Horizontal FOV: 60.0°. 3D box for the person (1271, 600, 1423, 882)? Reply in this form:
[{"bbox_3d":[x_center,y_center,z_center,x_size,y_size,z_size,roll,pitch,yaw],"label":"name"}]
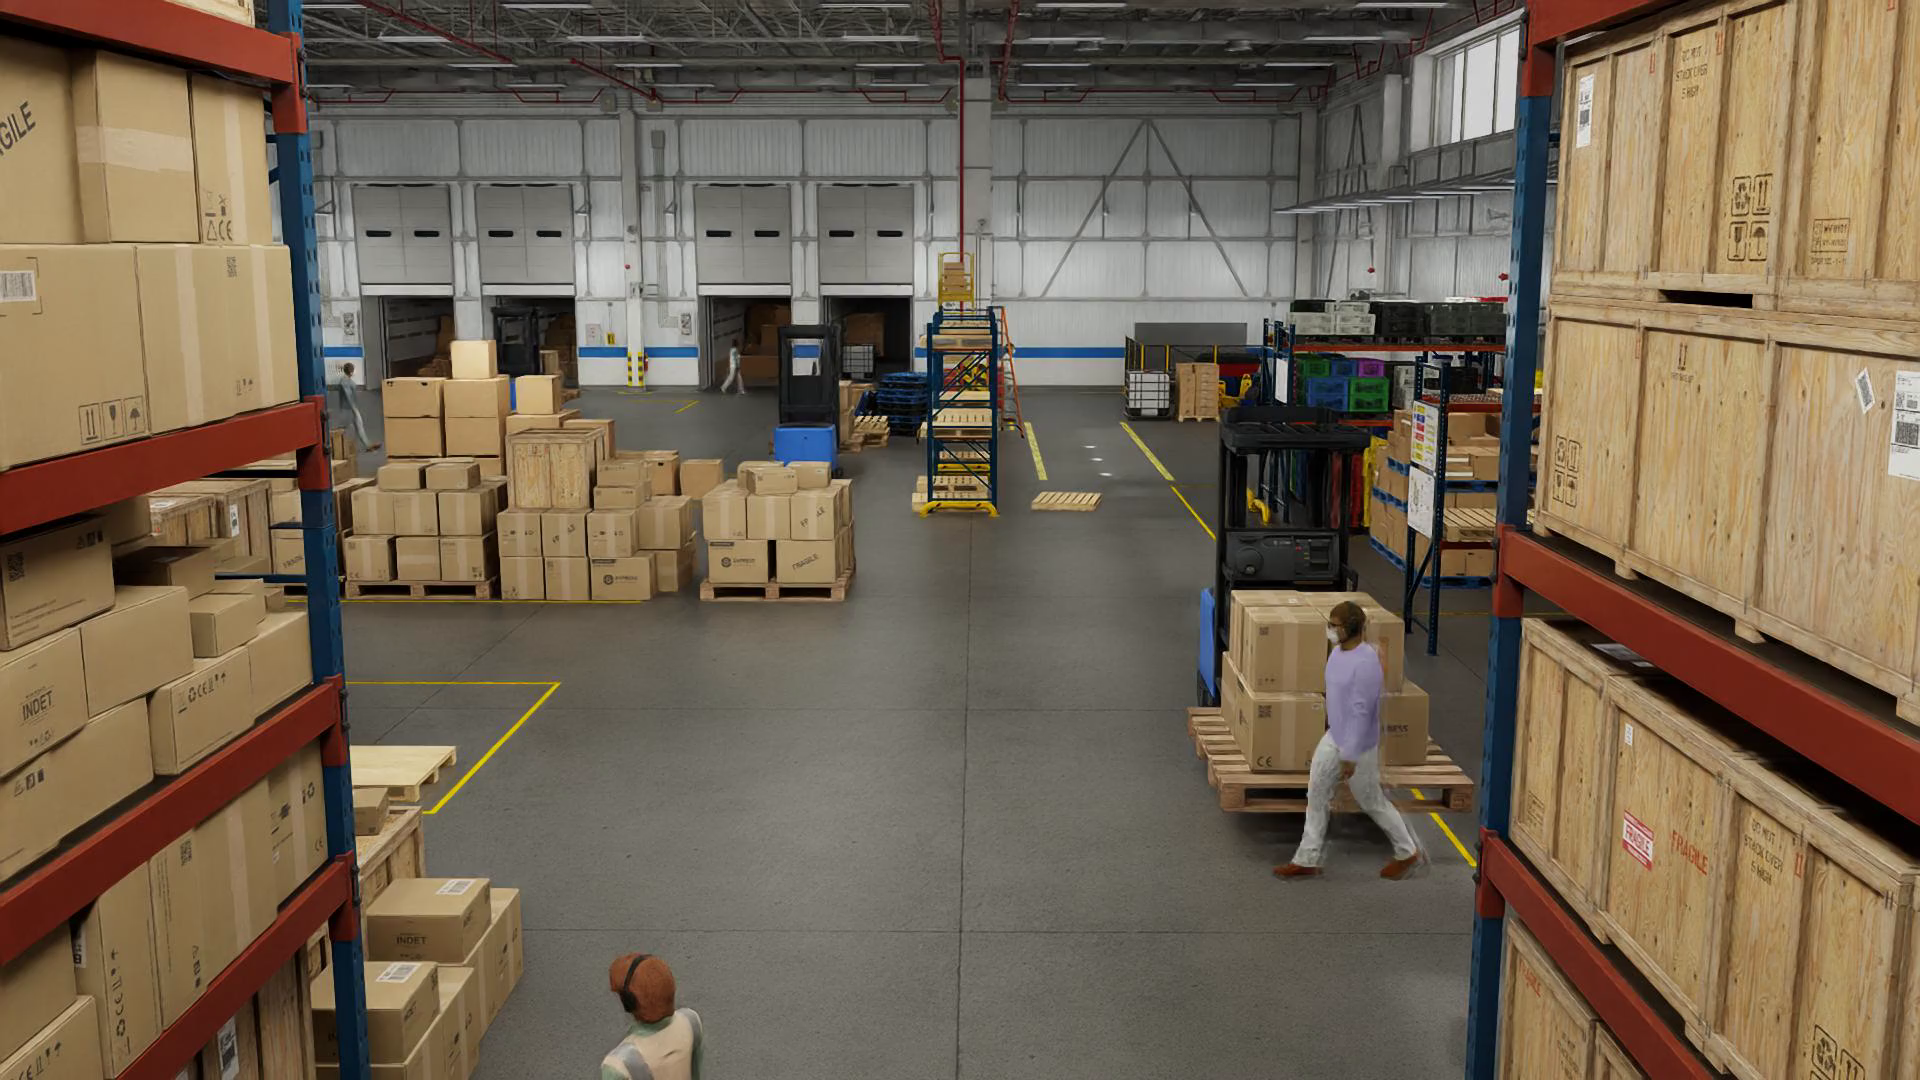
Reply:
[{"bbox_3d":[2.604,1.327,10.893,0.988,1.904,0.634,-2,10,-12],"label":"person"}]

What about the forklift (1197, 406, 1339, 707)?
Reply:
[{"bbox_3d":[2.693,0.253,14.243,1.129,2.768,1.873,0,10,1],"label":"forklift"}]

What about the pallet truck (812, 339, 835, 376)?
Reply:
[{"bbox_3d":[-3.021,-4.312,43.126,1.885,1.965,0.823,3,10,17],"label":"pallet truck"}]

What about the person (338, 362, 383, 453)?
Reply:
[{"bbox_3d":[-12.347,-2.672,33.956,1.003,1.890,0.646,-2,10,-13],"label":"person"}]

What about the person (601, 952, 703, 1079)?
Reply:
[{"bbox_3d":[-1.111,2.292,6.071,0.310,1.639,0.522,5,11,28],"label":"person"}]

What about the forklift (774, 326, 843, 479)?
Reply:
[{"bbox_3d":[-2.729,-2.428,29.712,1.129,2.768,1.873,0,10,1],"label":"forklift"}]

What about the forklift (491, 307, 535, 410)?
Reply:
[{"bbox_3d":[-10.749,-4.230,40.107,1.129,2.768,1.873,0,10,1],"label":"forklift"}]

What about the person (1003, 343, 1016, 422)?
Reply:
[{"bbox_3d":[1.196,-3.847,40.614,0.364,1.939,0.636,0,10,0],"label":"person"}]

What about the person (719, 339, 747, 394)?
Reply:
[{"bbox_3d":[-6.629,-5.046,48.464,0.754,1.613,0.529,-1,10,-8],"label":"person"}]
